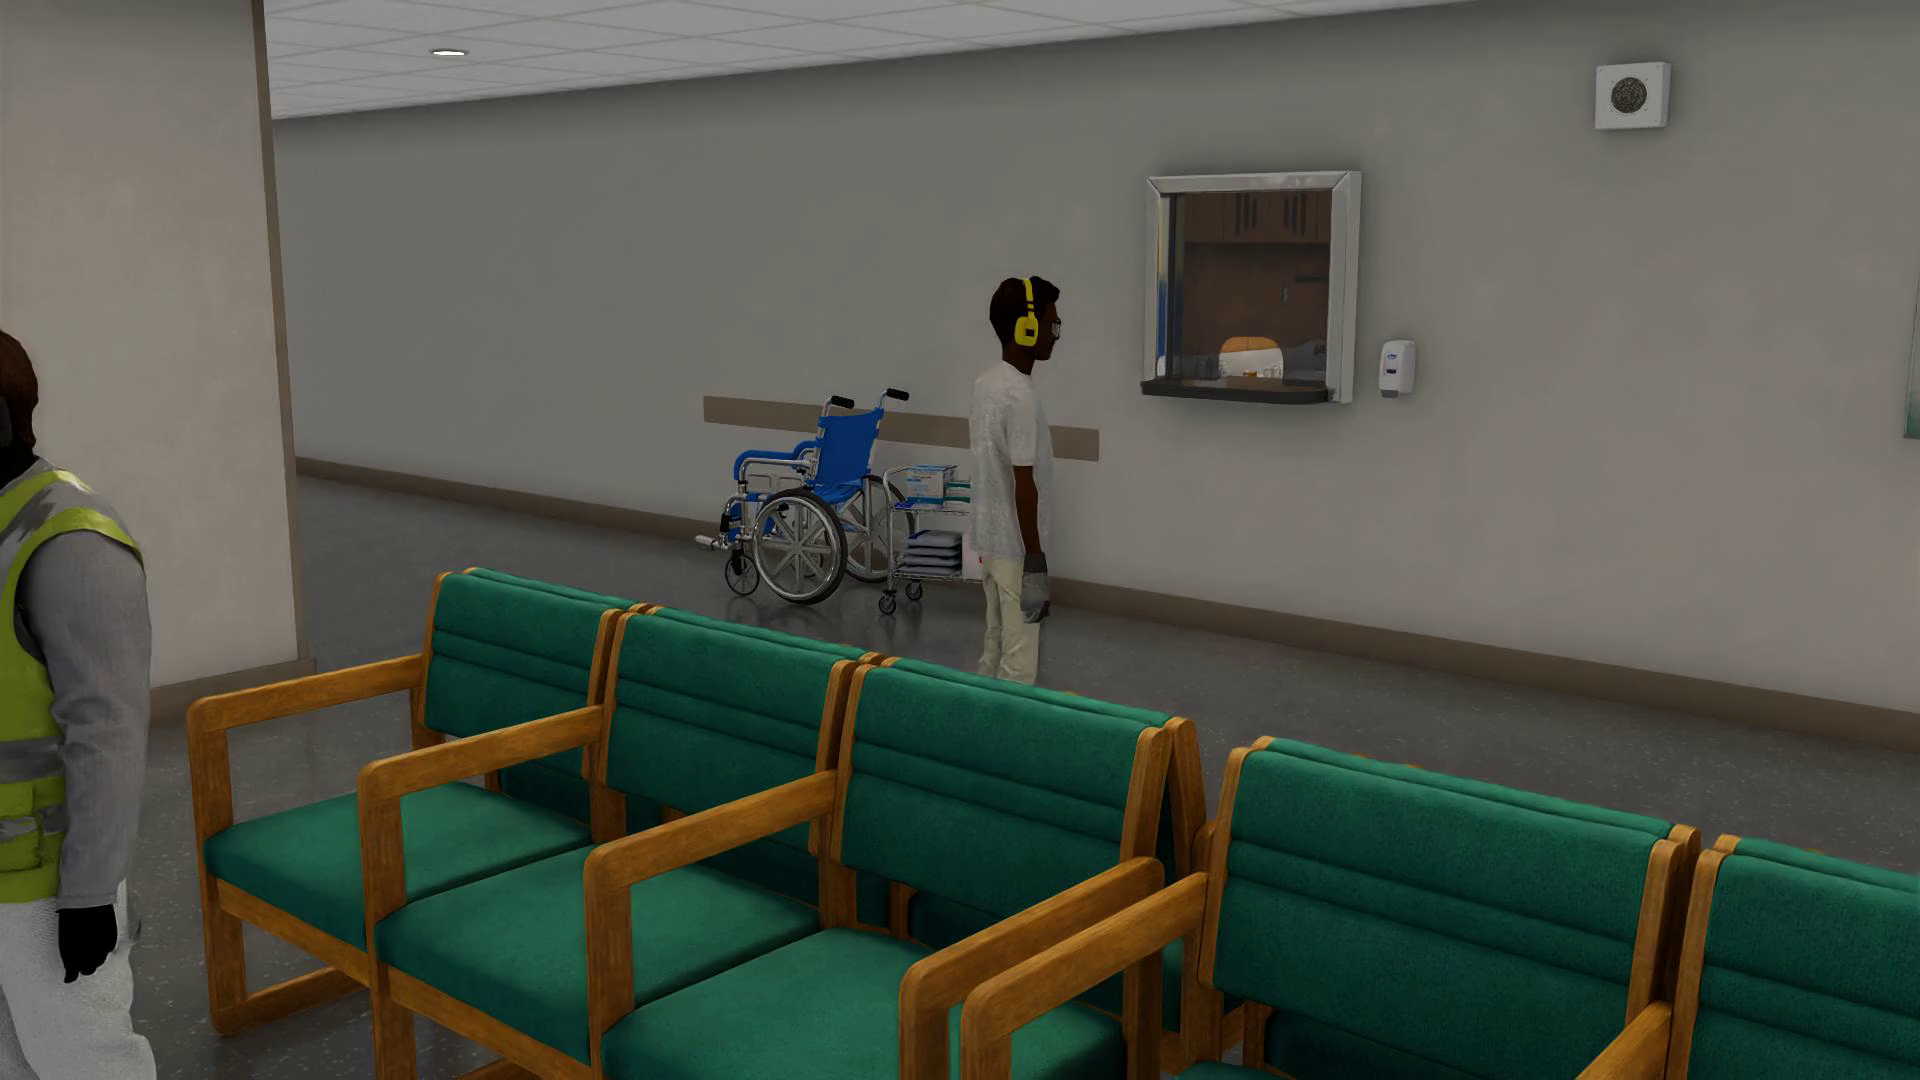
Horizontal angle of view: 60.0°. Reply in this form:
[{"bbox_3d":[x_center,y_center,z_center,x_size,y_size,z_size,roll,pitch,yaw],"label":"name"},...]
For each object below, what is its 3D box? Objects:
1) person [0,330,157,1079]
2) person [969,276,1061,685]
[{"bbox_3d":[-1.649,0.546,2.875,0.625,1.844,0.429,6,12,31],"label":"person"},{"bbox_3d":[0.192,0.059,5.576,0.312,1.866,0.538,-3,10,-15],"label":"person"}]
